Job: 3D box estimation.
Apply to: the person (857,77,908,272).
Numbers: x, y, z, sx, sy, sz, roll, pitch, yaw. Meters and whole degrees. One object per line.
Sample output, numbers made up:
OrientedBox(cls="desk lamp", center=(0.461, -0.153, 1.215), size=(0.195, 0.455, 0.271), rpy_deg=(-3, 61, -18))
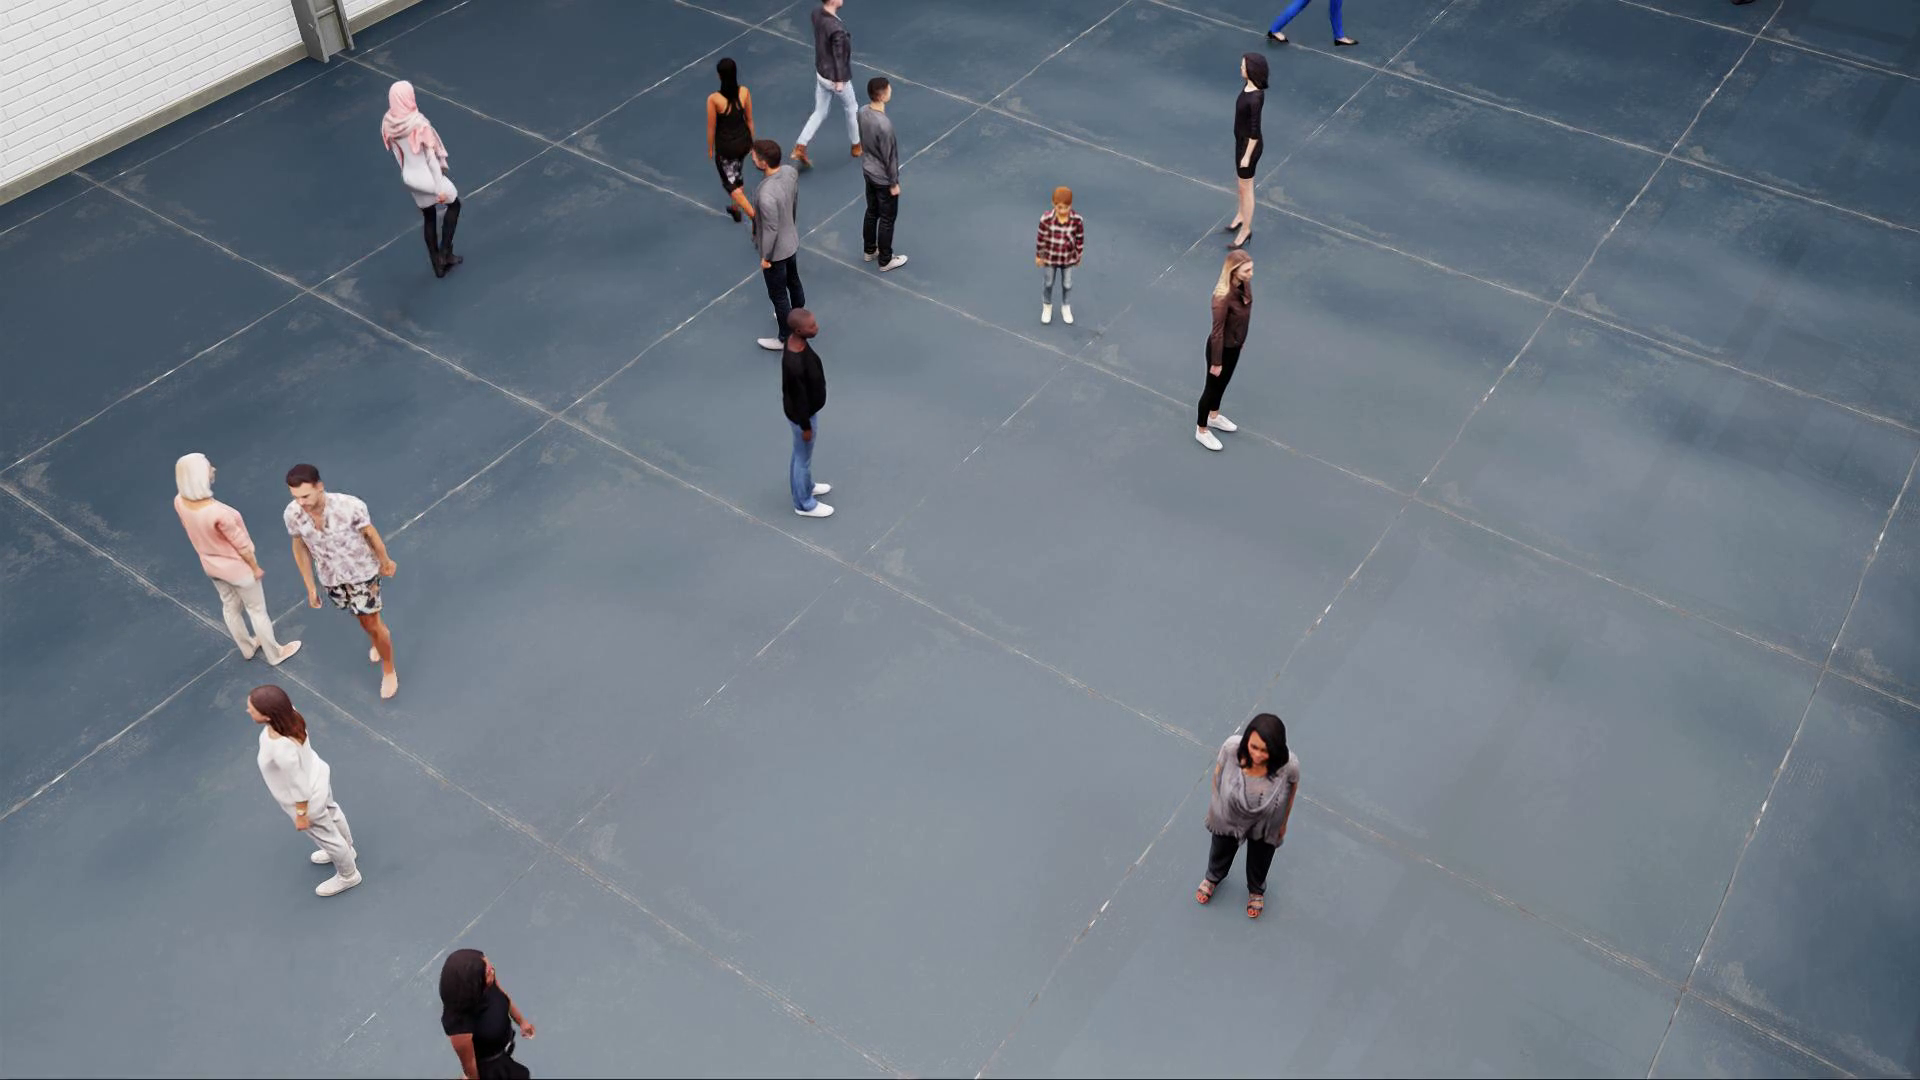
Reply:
OrientedBox(cls="person", center=(-0.681, -3.106, 14.142), size=(0.659, 1.761, 0.680), rpy_deg=(-25, 49, -24))

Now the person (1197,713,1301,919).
OrientedBox(cls="person", center=(1.642, 1.519, 9.397), size=(0.705, 1.611, 0.736), rpy_deg=(13, 45, 13))

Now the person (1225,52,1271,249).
OrientedBox(cls="person", center=(2.489, -3.374, 14.393), size=(0.720, 1.804, 0.598), rpy_deg=(4, 44, 4))

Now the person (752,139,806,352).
OrientedBox(cls="person", center=(-1.449, -2.367, 13.285), size=(0.808, 1.874, 0.646), rpy_deg=(13, 45, 13))

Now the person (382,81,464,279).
OrientedBox(cls="person", center=(-4.547, -2.960, 13.968), size=(0.705, 1.792, 0.700), rpy_deg=(16, 46, 16))

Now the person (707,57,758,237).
OrientedBox(cls="person", center=(-1.961, -3.421, 14.557), size=(0.953, 1.646, 0.808), rpy_deg=(-28, 50, -27))

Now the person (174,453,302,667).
OrientedBox(cls="person", center=(-4.740, 0.144, 10.758), size=(0.643, 1.724, 0.587), rpy_deg=(16, 46, 16))

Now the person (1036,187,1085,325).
OrientedBox(cls="person", center=(0.821, -2.360, 13.694), size=(0.612, 1.299, 0.634), rpy_deg=(2, 44, 2))

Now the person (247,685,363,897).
OrientedBox(cls="person", center=(-3.728, 1.400, 9.466), size=(0.717, 1.688, 0.684), rpy_deg=(-13, 45, -13))

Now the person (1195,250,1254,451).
OrientedBox(cls="person", center=(1.983, -1.454, 12.451), size=(0.671, 1.704, 0.429), rpy_deg=(24, 49, 23))

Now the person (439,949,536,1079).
OrientedBox(cls="person", center=(-2.402, 2.560, 8.238), size=(1.095, 1.701, 1.137), rpy_deg=(-2, 44, -2))

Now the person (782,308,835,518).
OrientedBox(cls="person", center=(-1.126, -0.923, 11.860), size=(0.741, 1.749, 0.668), rpy_deg=(-4, 44, -4))

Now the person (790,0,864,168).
OrientedBox(cls="person", center=(-1.249, -4.254, 15.313), size=(1.206, 1.809, 0.907), rpy_deg=(-27, 50, -26))

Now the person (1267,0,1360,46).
OrientedBox(cls="person", center=(3.607, -5.796, 17.046), size=(0.936, 1.652, 1.192), rpy_deg=(9, 44, 9))

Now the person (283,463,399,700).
OrientedBox(cls="person", center=(-3.933, 0.107, 10.747), size=(0.919, 1.793, 1.016), rpy_deg=(1, 44, 1))
